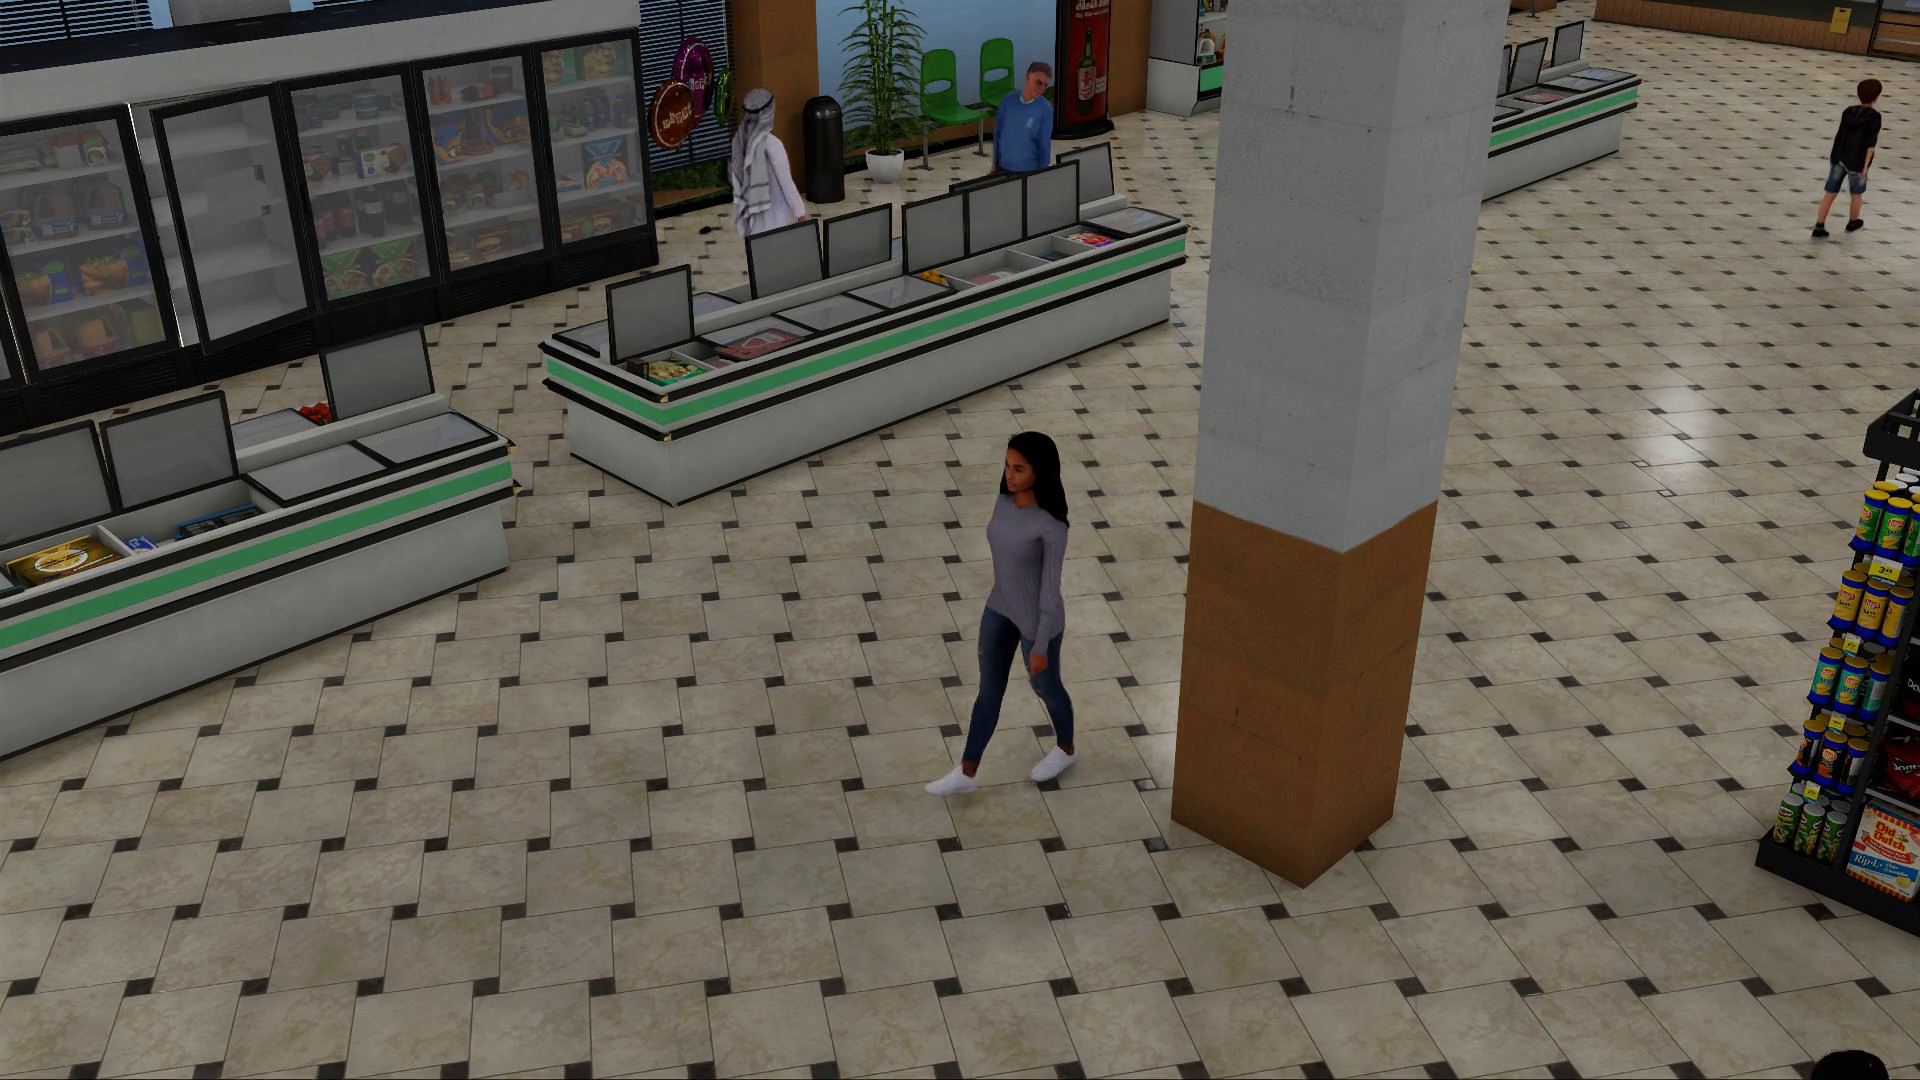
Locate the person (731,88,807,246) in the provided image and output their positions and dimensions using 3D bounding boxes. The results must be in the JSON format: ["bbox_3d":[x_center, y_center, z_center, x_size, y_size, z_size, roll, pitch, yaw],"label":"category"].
[{"bbox_3d":[-1.458,-2.304,12.172,0.675,1.899,1.014,24,36,39],"label":"person"}]

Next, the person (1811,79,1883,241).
[{"bbox_3d":[7.893,-3.350,14.776,0.959,1.409,0.605,-19,33,-33],"label":"person"}]

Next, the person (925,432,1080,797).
[{"bbox_3d":[0.360,0.332,7.188,1.036,1.706,0.742,-17,32,-30],"label":"person"}]

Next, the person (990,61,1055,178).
[{"bbox_3d":[0.482,-3.122,13.921,0.721,1.777,0.848,-24,35,-39],"label":"person"}]
